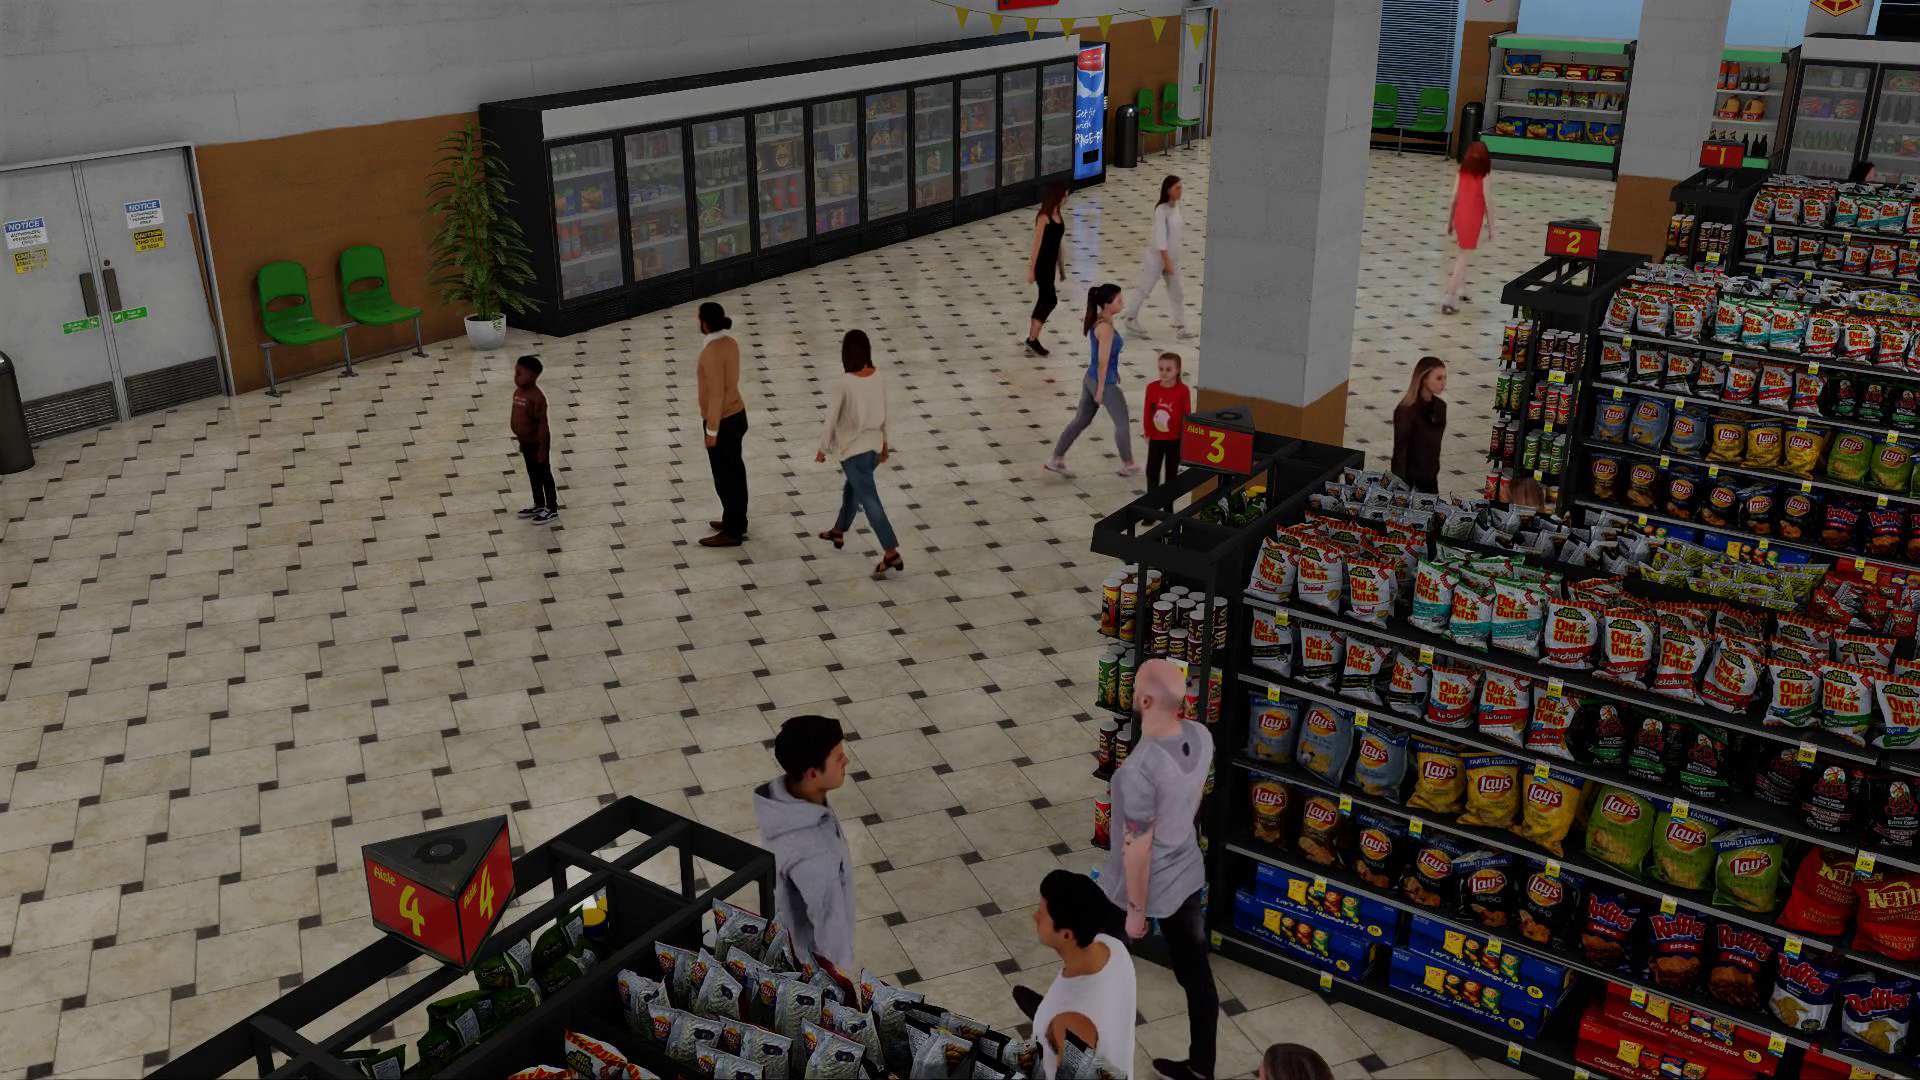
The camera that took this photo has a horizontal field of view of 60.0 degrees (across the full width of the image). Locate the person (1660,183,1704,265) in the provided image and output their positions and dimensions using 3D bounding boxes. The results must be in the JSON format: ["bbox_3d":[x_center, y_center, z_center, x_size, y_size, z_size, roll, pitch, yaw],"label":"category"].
[{"bbox_3d":[6.877,-2.595,16.192,1.191,1.702,0.855,8,23,19],"label":"person"}]

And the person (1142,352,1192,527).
[{"bbox_3d":[1.528,-0.768,12.235,0.749,1.263,0.726,4,22,9],"label":"person"}]

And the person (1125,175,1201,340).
[{"bbox_3d":[1.983,-2.850,16.904,1.097,1.644,0.641,16,27,34],"label":"person"}]

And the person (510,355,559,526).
[{"bbox_3d":[-3.116,-0.743,12.185,0.618,1.254,0.465,-20,29,-40],"label":"person"}]

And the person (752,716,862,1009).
[{"bbox_3d":[-0.591,1.489,5.745,1.019,1.913,0.967,-5,22,-12],"label":"person"}]

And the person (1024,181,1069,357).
[{"bbox_3d":[0.762,-2.670,16.385,0.620,1.697,0.665,15,26,32],"label":"person"}]

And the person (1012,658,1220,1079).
[{"bbox_3d":[0.809,1.335,6.281,1.175,1.798,0.822,20,29,40],"label":"person"}]

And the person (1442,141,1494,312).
[{"bbox_3d":[5.409,-3.353,17.943,0.840,1.803,0.875,-13,25,-29],"label":"person"}]

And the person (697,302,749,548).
[{"bbox_3d":[-1.668,-0.823,11.715,0.753,1.752,0.748,3,22,7],"label":"person"}]

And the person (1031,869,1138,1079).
[{"bbox_3d":[0.445,1.821,5.108,0.716,1.773,0.693,10,24,24],"label":"person"}]

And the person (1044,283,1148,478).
[{"bbox_3d":[1.015,-1.189,12.876,1.090,1.565,1.058,-5,22,-12],"label":"person"}]

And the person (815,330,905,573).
[{"bbox_3d":[-0.613,-0.553,11.202,1.124,1.633,0.739,18,28,38],"label":"person"}]

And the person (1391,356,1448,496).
[{"bbox_3d":[2.832,-0.367,10.675,0.890,1.681,1.150,-13,25,-29],"label":"person"}]
